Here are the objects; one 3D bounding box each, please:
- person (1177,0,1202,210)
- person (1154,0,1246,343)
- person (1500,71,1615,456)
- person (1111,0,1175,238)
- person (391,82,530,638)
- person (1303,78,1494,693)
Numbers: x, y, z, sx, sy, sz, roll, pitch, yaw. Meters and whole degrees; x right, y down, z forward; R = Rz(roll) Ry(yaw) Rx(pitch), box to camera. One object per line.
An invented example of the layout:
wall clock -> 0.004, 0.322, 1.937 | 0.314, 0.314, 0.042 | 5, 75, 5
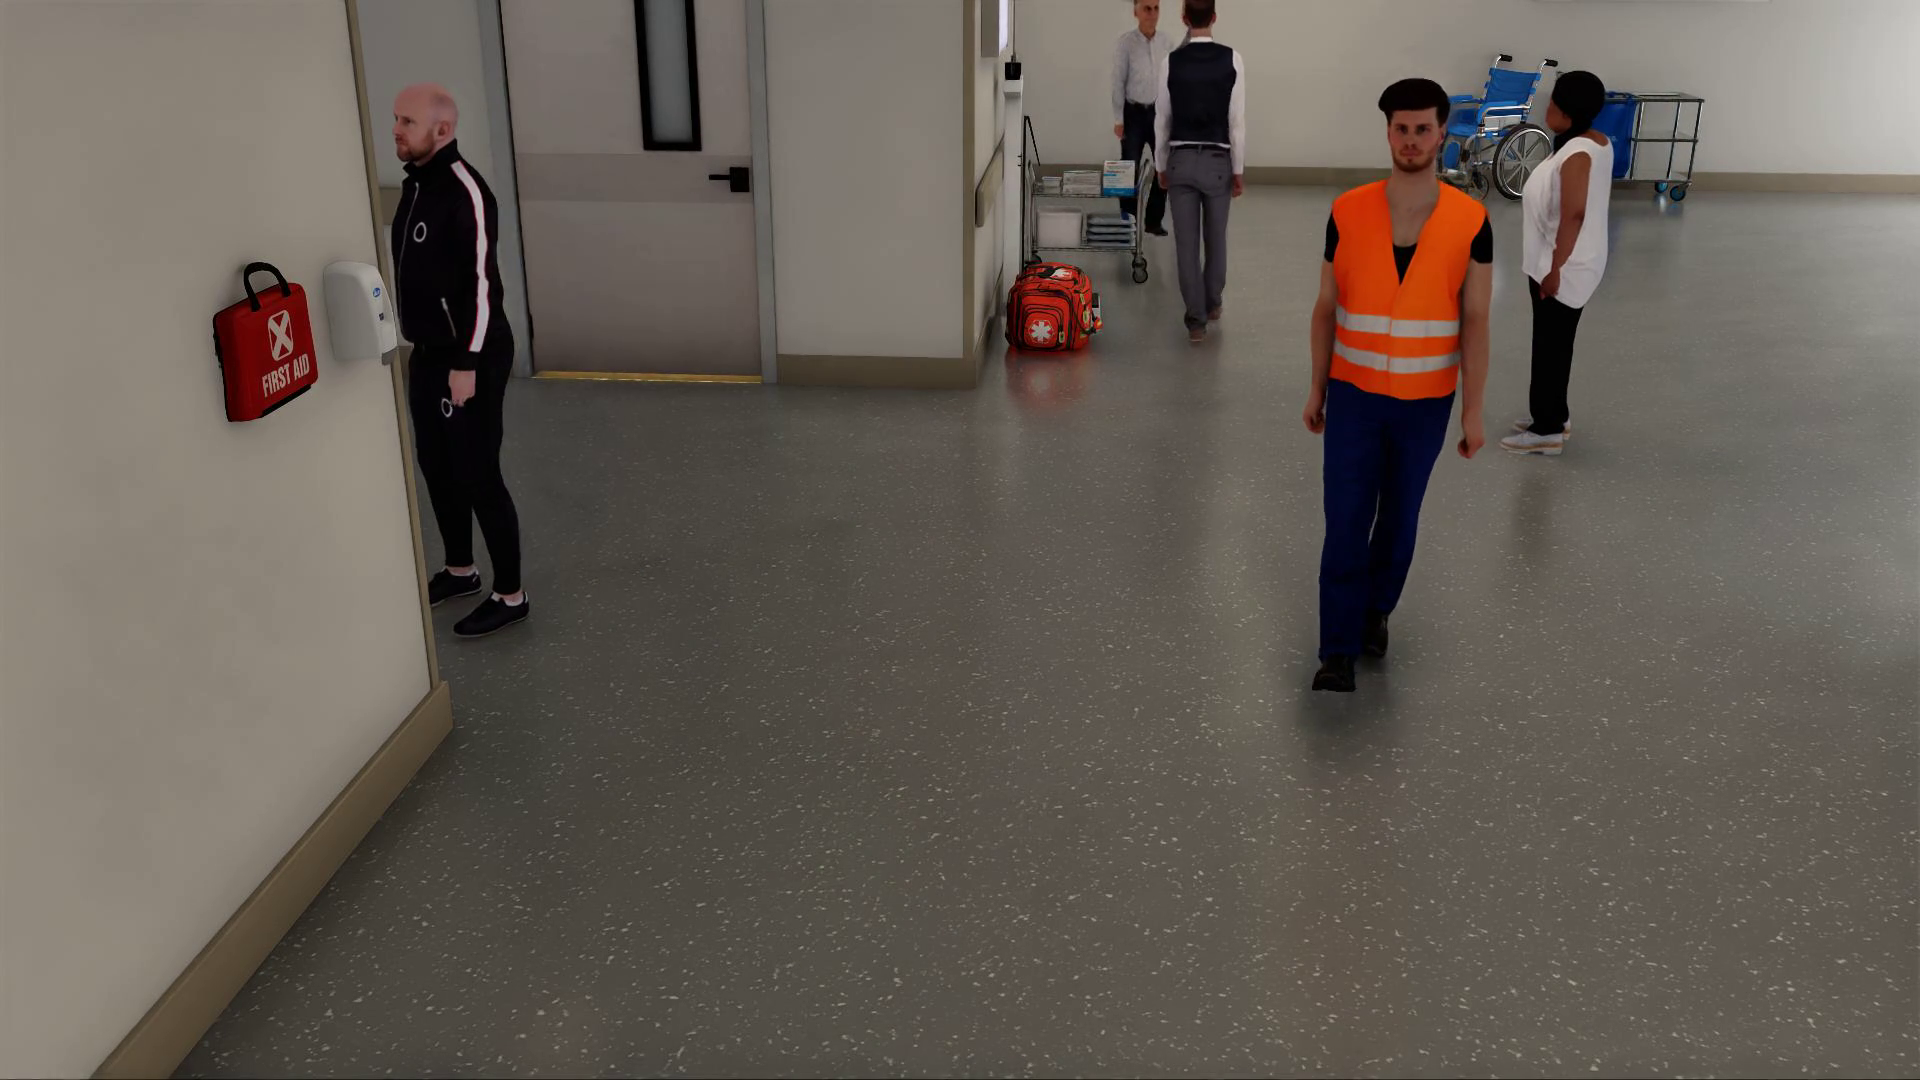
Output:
person -> 1.901, -3.592, 13.621 | 0.782, 1.723, 0.568 | 13, 24, 31
person -> 1.333, -2.057, 9.301 | 0.704, 1.913, 1.027 | 4, 21, 9
person -> 2.680, -1.236, 7.452 | 0.813, 1.687, 0.696 | 12, 24, 28
person -> 1.336, -3.162, 12.381 | 0.825, 1.798, 0.881 | -5, 21, -13
person -> -1.627, -0.594, 5.560 | 0.868, 1.826, 0.803 | -16, 26, -36
person -> 1.363, -0.479, 5.218 | 0.851, 1.853, 1.163 | 6, 22, 16
